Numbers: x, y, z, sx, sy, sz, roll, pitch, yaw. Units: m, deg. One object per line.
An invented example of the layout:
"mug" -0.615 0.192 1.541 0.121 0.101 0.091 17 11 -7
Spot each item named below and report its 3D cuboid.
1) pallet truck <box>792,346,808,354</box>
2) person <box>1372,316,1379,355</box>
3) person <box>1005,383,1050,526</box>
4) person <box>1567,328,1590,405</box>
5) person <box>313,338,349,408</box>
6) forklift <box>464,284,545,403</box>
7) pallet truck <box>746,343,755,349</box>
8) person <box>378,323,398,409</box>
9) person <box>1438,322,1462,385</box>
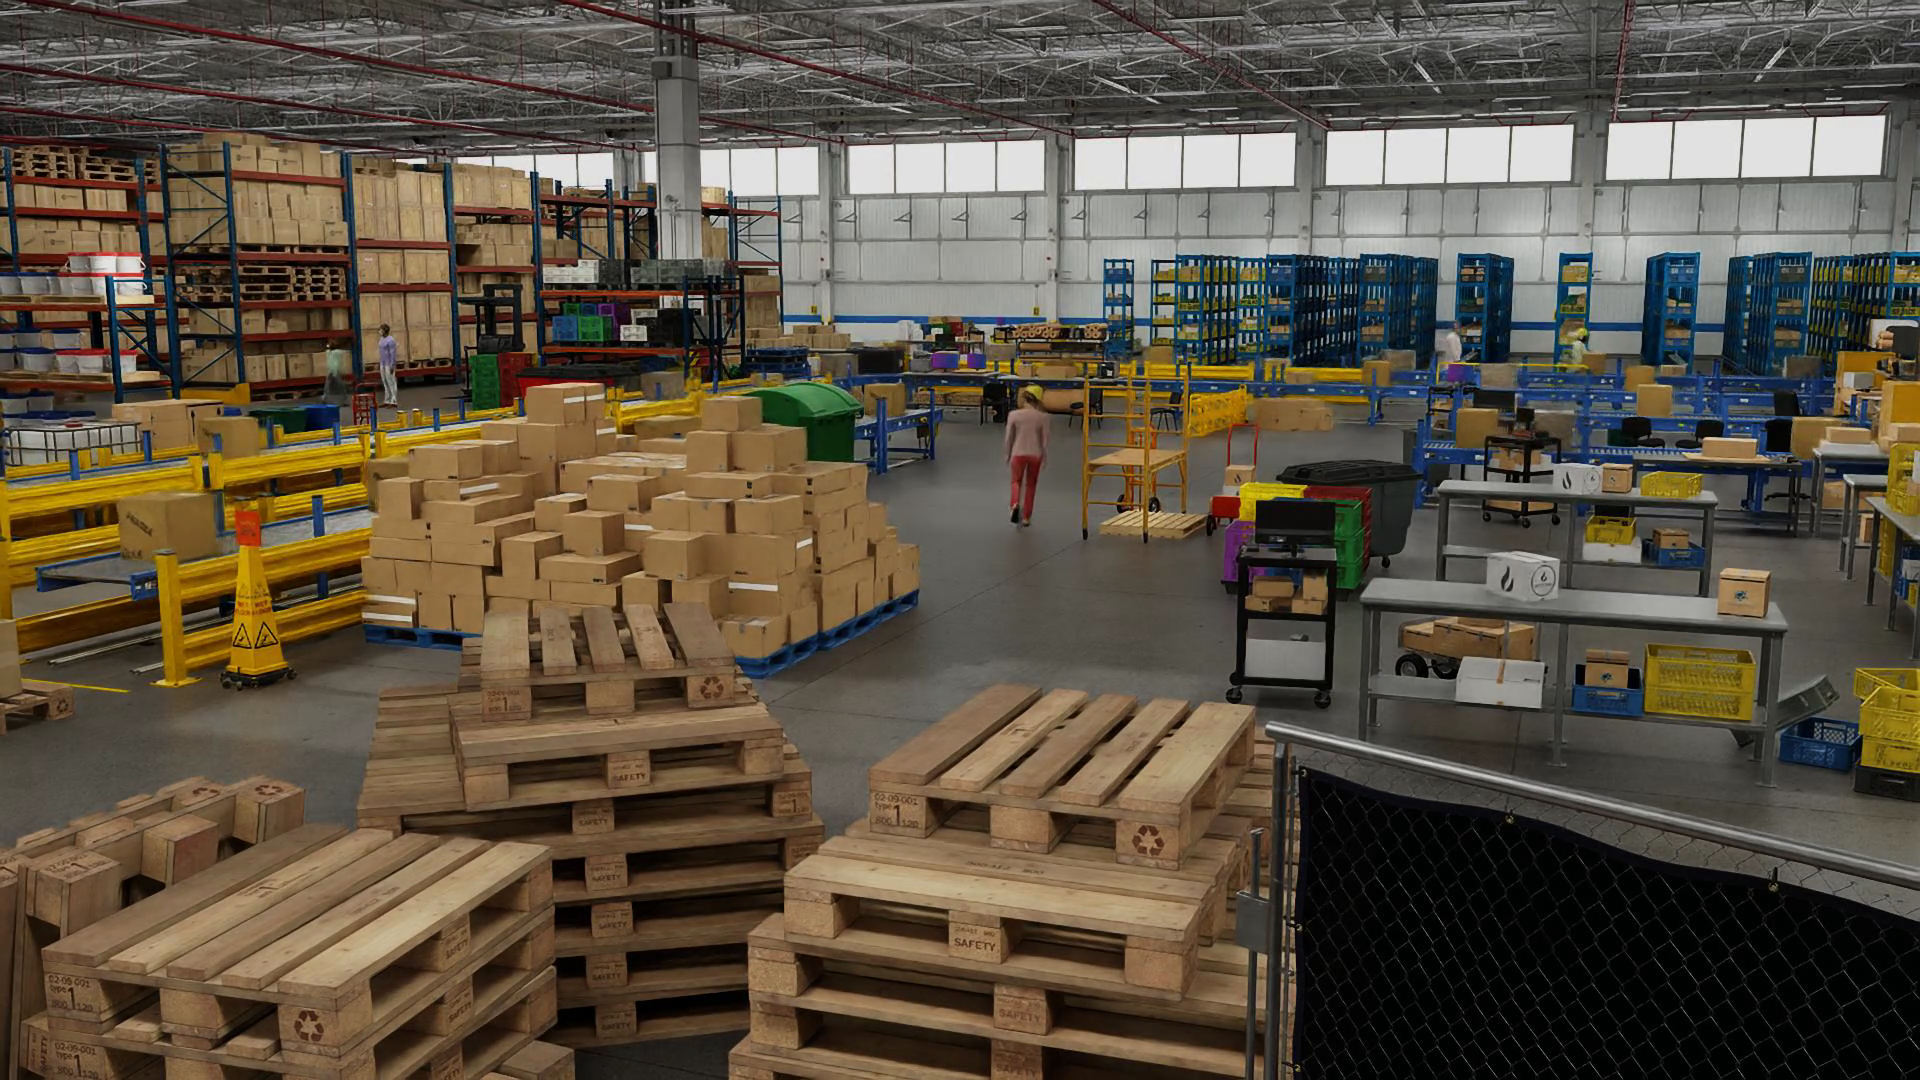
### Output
"pallet truck" -3.705 -4.298 42.022 0.653 1.274 1.630 3 10 20
"person" 13.121 -6.332 52.668 0.413 1.986 0.611 3 10 19
"person" 0.812 -1.014 20.023 0.532 1.743 0.439 1 9 5
"person" 14.418 -4.040 38.799 0.569 1.813 0.606 3 10 20
"person" -14.365 -3.799 37.963 0.523 1.593 0.827 6 11 35
"forklift" -10.832 -4.702 39.610 1.129 2.768 1.873 3 10 20
"pallet truck" -6.183 -4.618 44.264 1.601 1.201 0.680 -9 12 -43
"person" -13.053 -3.960 37.901 0.373 1.940 0.629 -9 13 -44
"person" 12.418 -4.521 41.702 1.013 1.851 0.637 5 11 30
